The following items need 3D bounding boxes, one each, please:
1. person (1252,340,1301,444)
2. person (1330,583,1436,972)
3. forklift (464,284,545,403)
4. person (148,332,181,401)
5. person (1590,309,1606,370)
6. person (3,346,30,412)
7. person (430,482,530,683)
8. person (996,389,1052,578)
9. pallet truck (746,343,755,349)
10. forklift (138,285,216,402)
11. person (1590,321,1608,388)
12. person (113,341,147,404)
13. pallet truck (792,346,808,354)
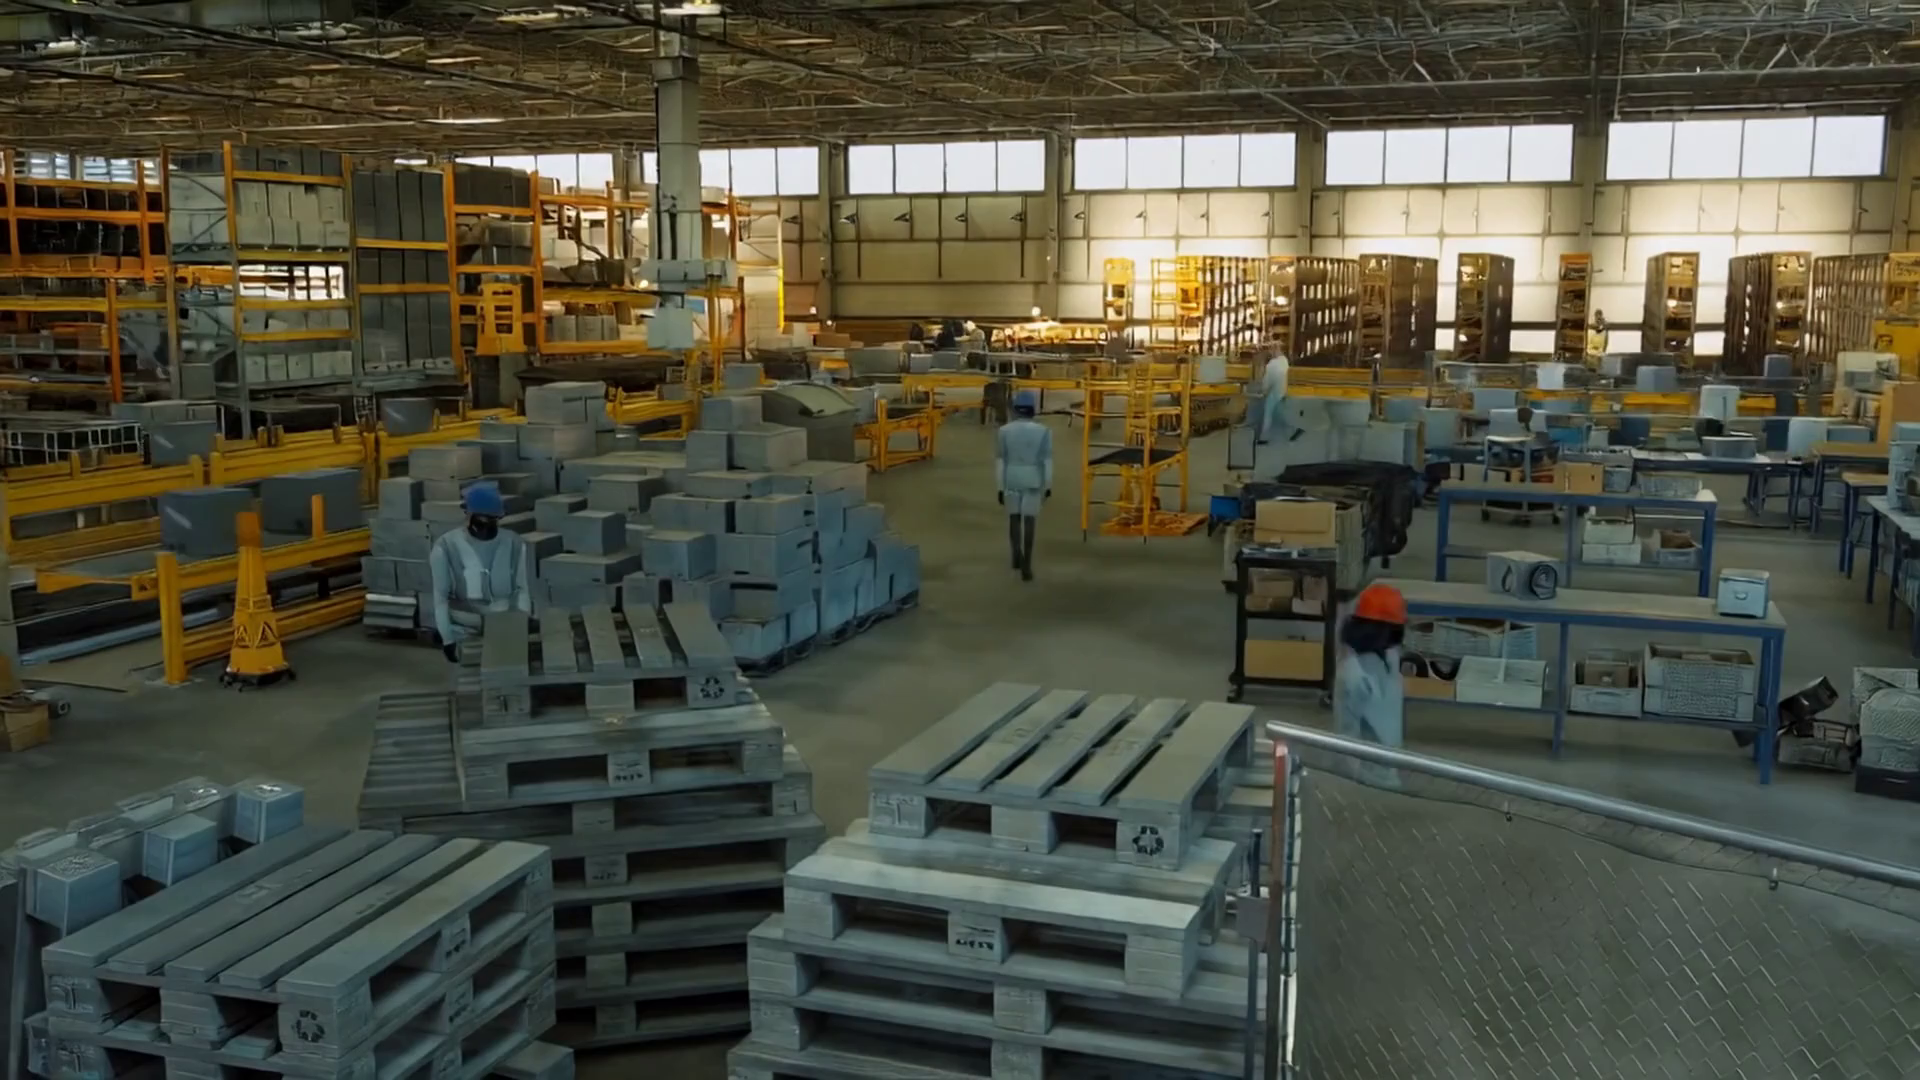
[{"bbox_3d":[5.708,-2.647,29.861,0.866,1.883,0.645,-1,9,-6],"label":"person"},{"bbox_3d":[1.718,1.022,7.315,0.734,1.720,0.489,7,11,36],"label":"person"},{"bbox_3d":[-10.832,-4.702,39.610,1.129,2.768,1.873,3,10,20],"label":"forklift"},{"bbox_3d":[-16.776,-3.464,35.115,1.003,1.844,0.654,-2,9,-12],"label":"person"},{"bbox_3d":[20.340,-6.380,52.999,0.473,1.972,0.651,0,9,2],"label":"person"},{"bbox_3d":[-20.006,-3.356,35.164,0.805,1.605,0.502,4,10,26],"label":"person"},{"bbox_3d":[-2.862,0.546,10.019,0.587,1.816,0.421,-6,11,-34],"label":"person"},{"bbox_3d":[0.643,-0.575,16.847,0.548,1.889,1.013,1,9,8],"label":"person"},{"bbox_3d":[-6.183,-4.618,44.264,1.601,1.201,0.680,-9,12,-43],"label":"pallet truck"},{"bbox_3d":[-17.480,-4.200,36.461,1.873,2.768,1.129,3,10,19],"label":"forklift"},{"bbox_3d":[17.097,-4.951,44.489,0.403,1.822,0.588,1,9,8],"label":"person"},{"bbox_3d":[-14.128,-2.429,28.342,0.384,1.929,0.539,8,12,42],"label":"person"},{"bbox_3d":[-3.705,-4.298,42.022,0.653,1.274,1.630,3,10,20],"label":"pallet truck"}]
